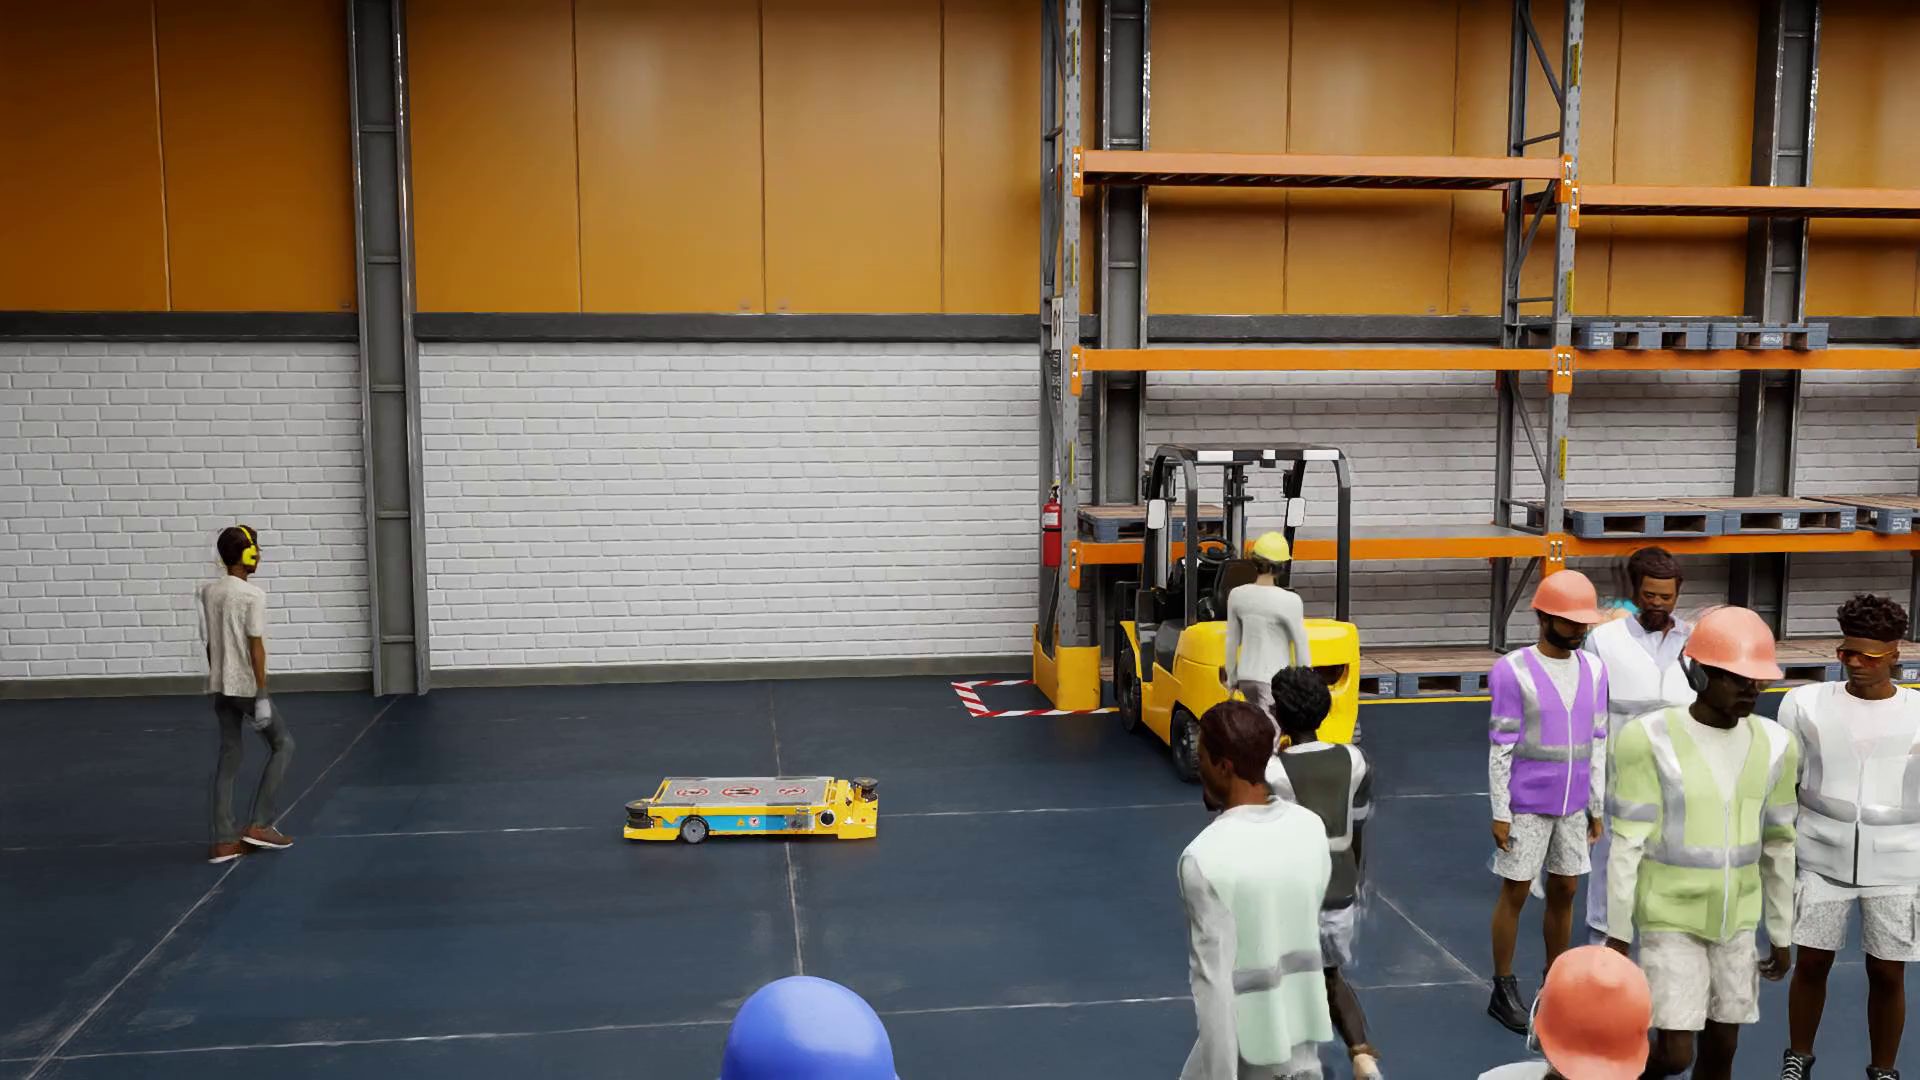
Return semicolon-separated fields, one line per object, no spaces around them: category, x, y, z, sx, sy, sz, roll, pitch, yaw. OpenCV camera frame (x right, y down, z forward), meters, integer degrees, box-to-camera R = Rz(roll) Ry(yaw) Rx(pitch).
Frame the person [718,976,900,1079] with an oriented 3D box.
person;-0.172;1.581;2.430;0.415;1.939;0.605;3;7;27

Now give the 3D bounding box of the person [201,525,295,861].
person;-3.974;0.841;9.273;0.552;1.848;0.584;3;7;28

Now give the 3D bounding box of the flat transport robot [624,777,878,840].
flat transport robot;-1.204;1.568;9.767;1.431;0.197;0.652;0;7;-2

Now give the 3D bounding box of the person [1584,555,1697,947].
person;3.088;1.012;7.499;0.592;1.916;0.375;0;7;2

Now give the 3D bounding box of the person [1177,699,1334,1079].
person;0.811;1.380;4.645;0.598;1.836;1.020;-5;8;-39

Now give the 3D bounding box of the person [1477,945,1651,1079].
person;1.173;1.599;3.188;0.358;1.727;0.626;-4;8;-32

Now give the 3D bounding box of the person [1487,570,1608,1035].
person;2.446;1.078;6.874;0.546;1.929;0.388;-2;7;-16

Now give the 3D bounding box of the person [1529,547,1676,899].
person;3.210;0.949;8.249;0.918;1.884;0.601;5;8;37

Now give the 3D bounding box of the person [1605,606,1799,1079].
person;2.371;1.202;5.359;0.631;2.024;0.521;-1;7;-8

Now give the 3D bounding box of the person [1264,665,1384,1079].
person;1.278;1.293;6.032;0.540;1.679;0.568;-2;7;-21

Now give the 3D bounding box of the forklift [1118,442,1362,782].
forklift;1.912;0.418;11.496;1.214;2.155;2.313;-1;7;-8

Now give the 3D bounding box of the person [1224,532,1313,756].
person;1.848;0.825;9.878;0.433;1.751;0.528;-5;8;-37

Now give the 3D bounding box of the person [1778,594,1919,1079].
person;3.235;1.160;5.988;0.612;1.962;0.364;4;8;32
